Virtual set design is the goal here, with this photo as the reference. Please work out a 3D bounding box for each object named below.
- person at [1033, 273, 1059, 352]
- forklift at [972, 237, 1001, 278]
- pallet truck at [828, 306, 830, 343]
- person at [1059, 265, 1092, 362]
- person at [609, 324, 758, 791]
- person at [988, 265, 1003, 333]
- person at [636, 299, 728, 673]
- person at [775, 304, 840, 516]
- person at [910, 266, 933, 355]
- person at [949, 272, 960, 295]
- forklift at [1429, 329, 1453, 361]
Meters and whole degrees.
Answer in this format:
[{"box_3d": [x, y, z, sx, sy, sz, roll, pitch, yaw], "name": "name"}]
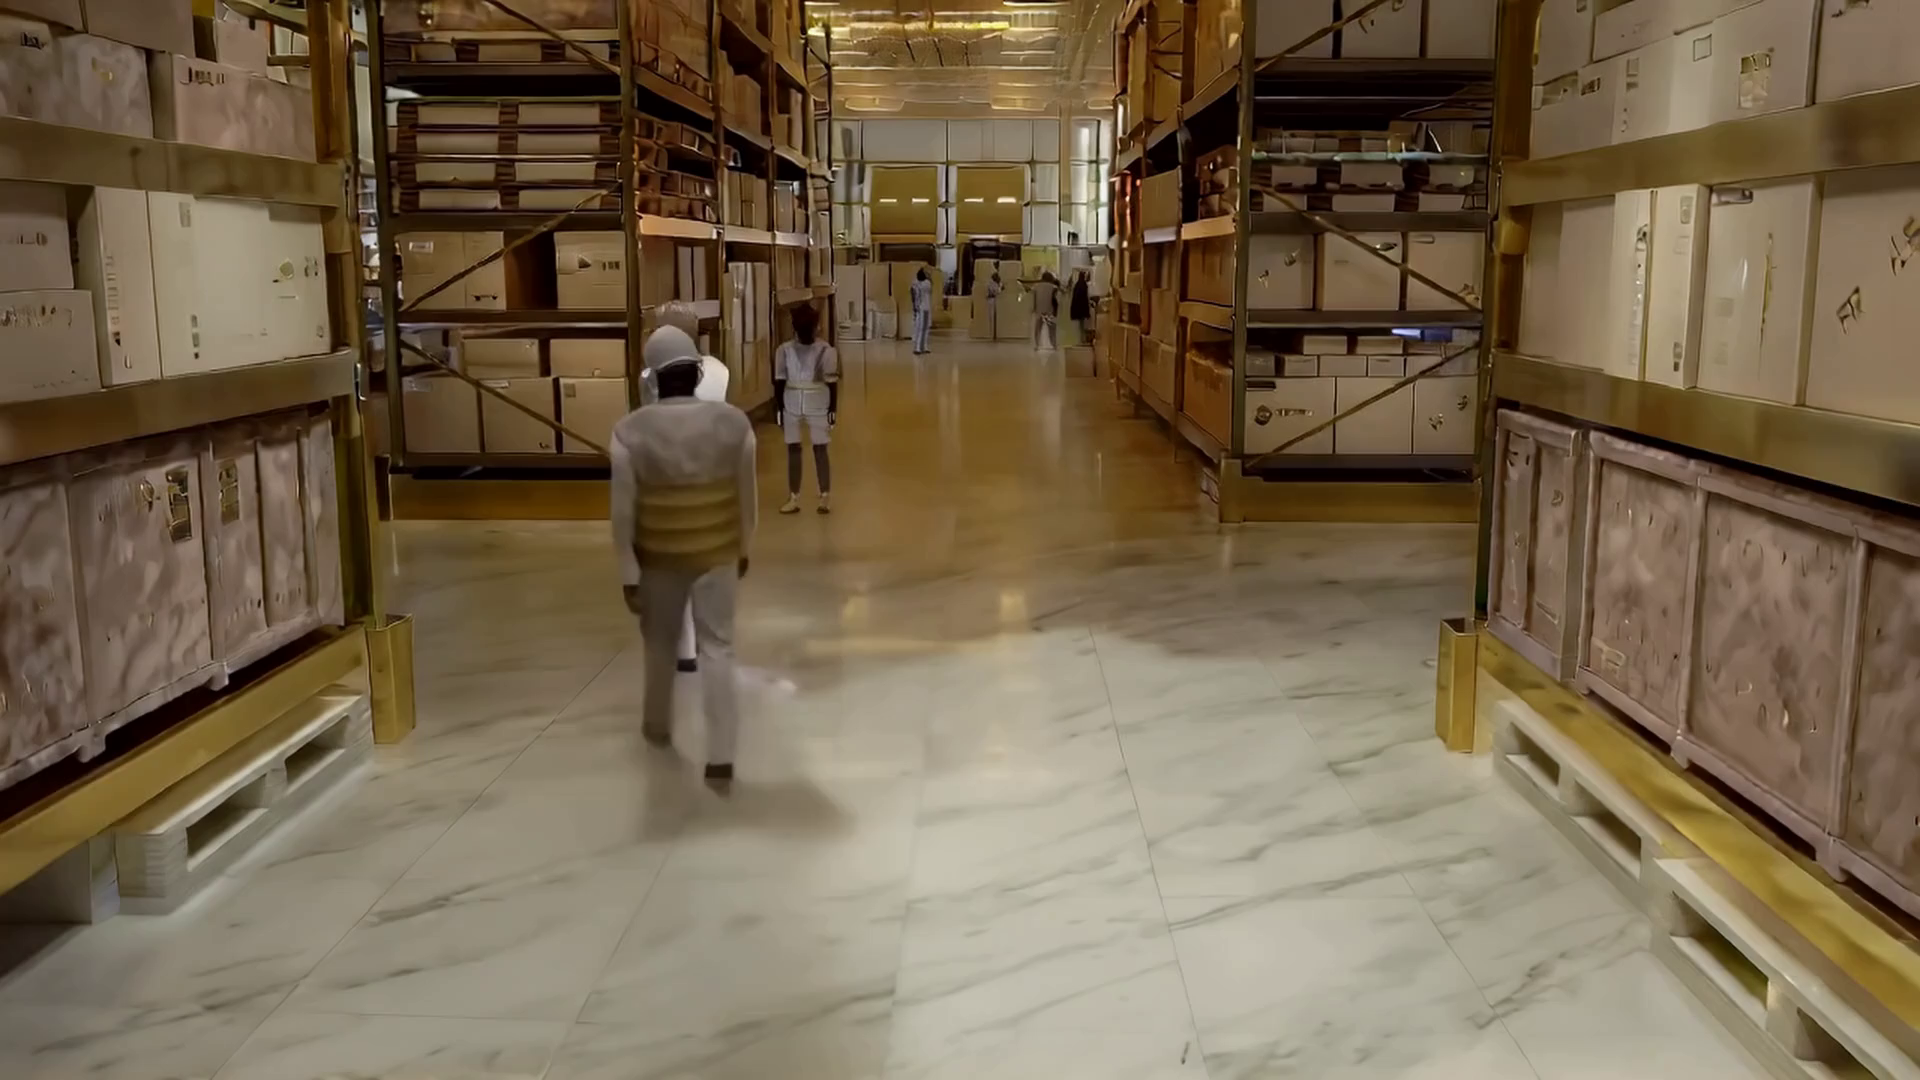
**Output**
[{"box_3d": [1.950, -5.156, 37.754, 0.650, 1.789, 0.952, 4, 10, 22], "name": "person"}, {"box_3d": [0.842, -8.322, 53.410, 1.129, 2.768, 1.873, 0, 9, 1], "name": "forklift"}, {"box_3d": [-3.100, -3.940, 29.800, 1.885, 1.965, 0.823, 3, 10, 19], "name": "pallet truck"}, {"box_3d": [2.262, -4.284, 31.951, 0.594, 1.967, 0.645, 0, 9, -2], "name": "person"}, {"box_3d": [-1.081, 0.051, 6.562, 0.590, 1.784, 0.941, -3, 10, -16], "name": "person"}, {"box_3d": [1.037, -6.885, 47.616, 0.359, 1.939, 0.635, -6, 11, -31], "name": "person"}, {"box_3d": [-1.349, -0.264, 8.238, 0.372, 1.843, 0.570, 6, 11, 34], "name": "person"}, {"box_3d": [-1.226, -1.034, 13.295, 0.540, 1.695, 0.317, 3, 10, 15], "name": "person"}, {"box_3d": [-0.832, -5.027, 36.490, 0.372, 1.940, 0.627, 7, 12, 38], "name": "person"}, {"box_3d": [-0.209, -9.649, 65.010, 0.873, 1.644, 0.544, 2, 10, 10], "name": "person"}, {"box_3d": [10.176, -4.777, 32.179, 1.873, 2.768, 1.129, 0, 9, 1], "name": "forklift"}]
